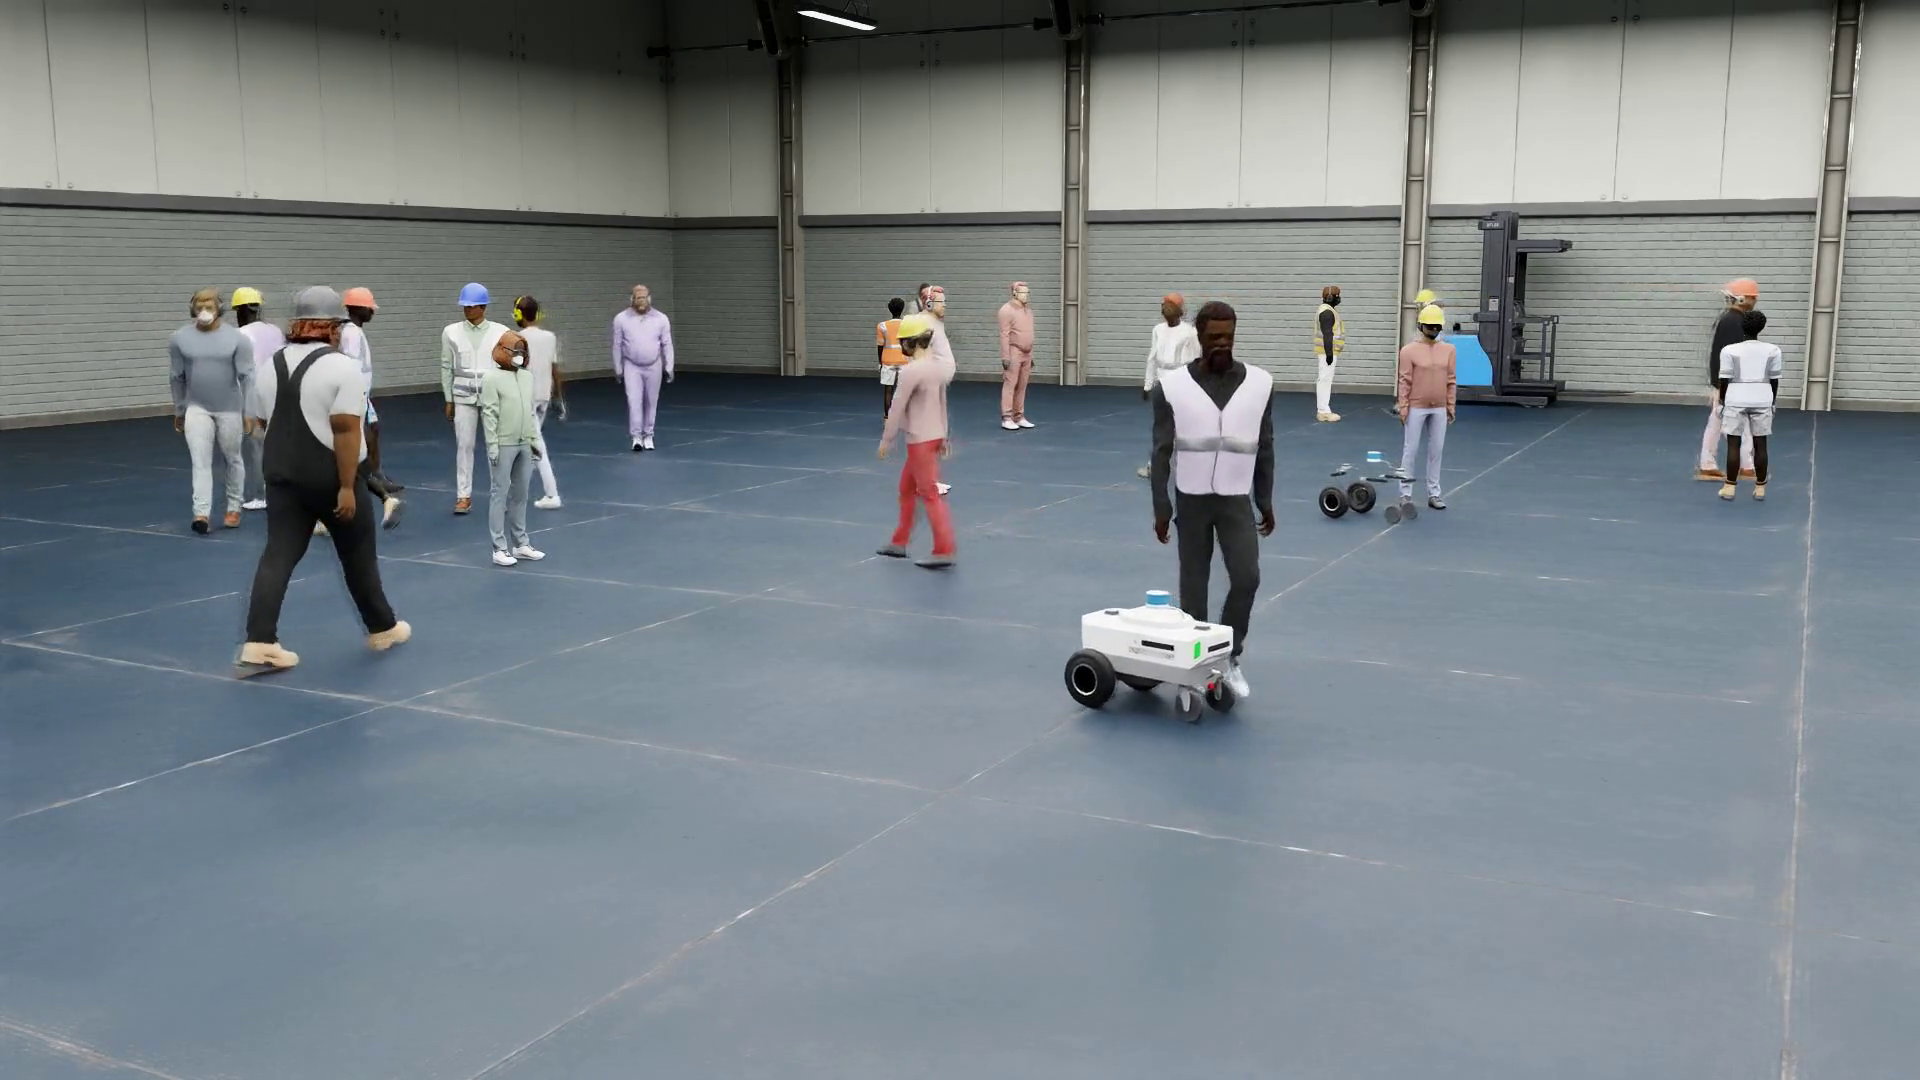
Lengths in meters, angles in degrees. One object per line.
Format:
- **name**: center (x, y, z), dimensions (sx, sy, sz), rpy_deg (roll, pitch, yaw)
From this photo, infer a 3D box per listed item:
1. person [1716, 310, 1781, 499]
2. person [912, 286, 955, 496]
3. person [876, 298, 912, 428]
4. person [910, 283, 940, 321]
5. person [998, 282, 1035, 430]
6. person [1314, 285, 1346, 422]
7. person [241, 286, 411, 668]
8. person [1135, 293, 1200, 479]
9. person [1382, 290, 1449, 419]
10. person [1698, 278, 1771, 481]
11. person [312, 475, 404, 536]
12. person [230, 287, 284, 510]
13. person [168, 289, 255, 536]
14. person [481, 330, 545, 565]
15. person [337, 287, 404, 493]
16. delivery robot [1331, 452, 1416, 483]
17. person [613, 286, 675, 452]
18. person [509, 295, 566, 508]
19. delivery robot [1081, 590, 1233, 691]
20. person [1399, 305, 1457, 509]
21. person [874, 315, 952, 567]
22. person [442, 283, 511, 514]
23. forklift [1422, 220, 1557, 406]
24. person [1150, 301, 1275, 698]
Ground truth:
- **person**: center (7.072, -1.212, 14.944), dimensions (0.536, 1.696, 0.322), rpy_deg (2, 9, 9)
- **person**: center (-0.246, -1.378, 15.326), dimensions (0.406, 1.906, 0.654), rpy_deg (1, 9, 5)
- **person**: center (-0.819, -2.287, 21.583), dimensions (0.535, 1.697, 0.318), rpy_deg (0, 9, -2)
- **person**: center (-0.612, -3.656, 29.644), dimensions (0.545, 1.821, 0.610), rpy_deg (-5, 10, -28)
- **person**: center (0.766, -2.394, 21.602), dimensions (0.403, 1.904, 0.652), rpy_deg (7, 11, 35)
- **person**: center (5.081, -2.570, 22.884), dimensions (0.429, 1.844, 0.625), rpy_deg (2, 9, 9)
- **person**: center (-3.402, -0.351, 8.710), dimensions (0.691, 2.000, 1.049), rpy_deg (4, 10, 21)
- **person**: center (2.142, -1.531, 16.568), dimensions (1.047, 1.834, 0.631), rpy_deg (-7, 11, -36)
- **person**: center (6.381, -2.553, 22.960), dimensions (0.947, 1.775, 0.619), rpy_deg (3, 10, 20)
- **person**: center (7.610, -1.541, 16.122), dimensions (0.776, 1.967, 0.654), rpy_deg (3, 10, 18)
- **person**: center (-4.714, -0.853, 12.831), dimensions (0.734, 1.661, 0.536), rpy_deg (4, 10, 21)
- **person**: center (-6.073, -1.215, 14.329), dimensions (0.446, 1.901, 0.693), rpy_deg (3, 10, 16)
- **person**: center (-5.834, -0.998, 13.008), dimensions (0.656, 1.892, 0.995), rpy_deg (-2, 9, -12)
- **person**: center (-3.145, -0.656, 11.713), dimensions (0.279, 1.633, 0.498), rpy_deg (5, 10, 27)
- **person**: center (-5.658, -1.368, 15.291), dimensions (0.875, 1.905, 0.567), rpy_deg (-2, 10, -14)
- **delivery robot**: center (3.445, -0.621, 13.860), dimensions (0.698, 0.223, 0.335), rpy_deg (9, 13, 44)
- **person**: center (-3.570, -1.928, 18.830), dimensions (0.668, 1.861, 0.944), rpy_deg (-3, 10, -15)
- **person**: center (-3.806, -1.206, 14.510), dimensions (0.959, 1.820, 0.540), rpy_deg (7, 12, 38)
- **delivery robot**: center (0.928, 0.482, 7.859), dimensions (0.707, 0.478, 0.477), rpy_deg (8, 12, 41)
- **person**: center (4.025, -1.140, 14.324), dimensions (0.517, 1.757, 0.336), rpy_deg (-2, 9, -11)
- **person**: center (-0.372, -0.683, 11.554), dimensions (0.762, 1.738, 0.529), rpy_deg (4, 10, 21)
- **person**: center (-4.065, -1.194, 14.077), dimensions (0.605, 1.944, 0.402), rpy_deg (-2, 9, -10)
- **forklift**: center (8.245, -3.527, 25.720), dimensions (1.873, 2.768, 1.129), rpy_deg (5, 10, 27)
- **person**: center (1.218, -0.177, 7.920), dimensions (0.632, 1.900, 0.554), rpy_deg (-1, 9, -5)
